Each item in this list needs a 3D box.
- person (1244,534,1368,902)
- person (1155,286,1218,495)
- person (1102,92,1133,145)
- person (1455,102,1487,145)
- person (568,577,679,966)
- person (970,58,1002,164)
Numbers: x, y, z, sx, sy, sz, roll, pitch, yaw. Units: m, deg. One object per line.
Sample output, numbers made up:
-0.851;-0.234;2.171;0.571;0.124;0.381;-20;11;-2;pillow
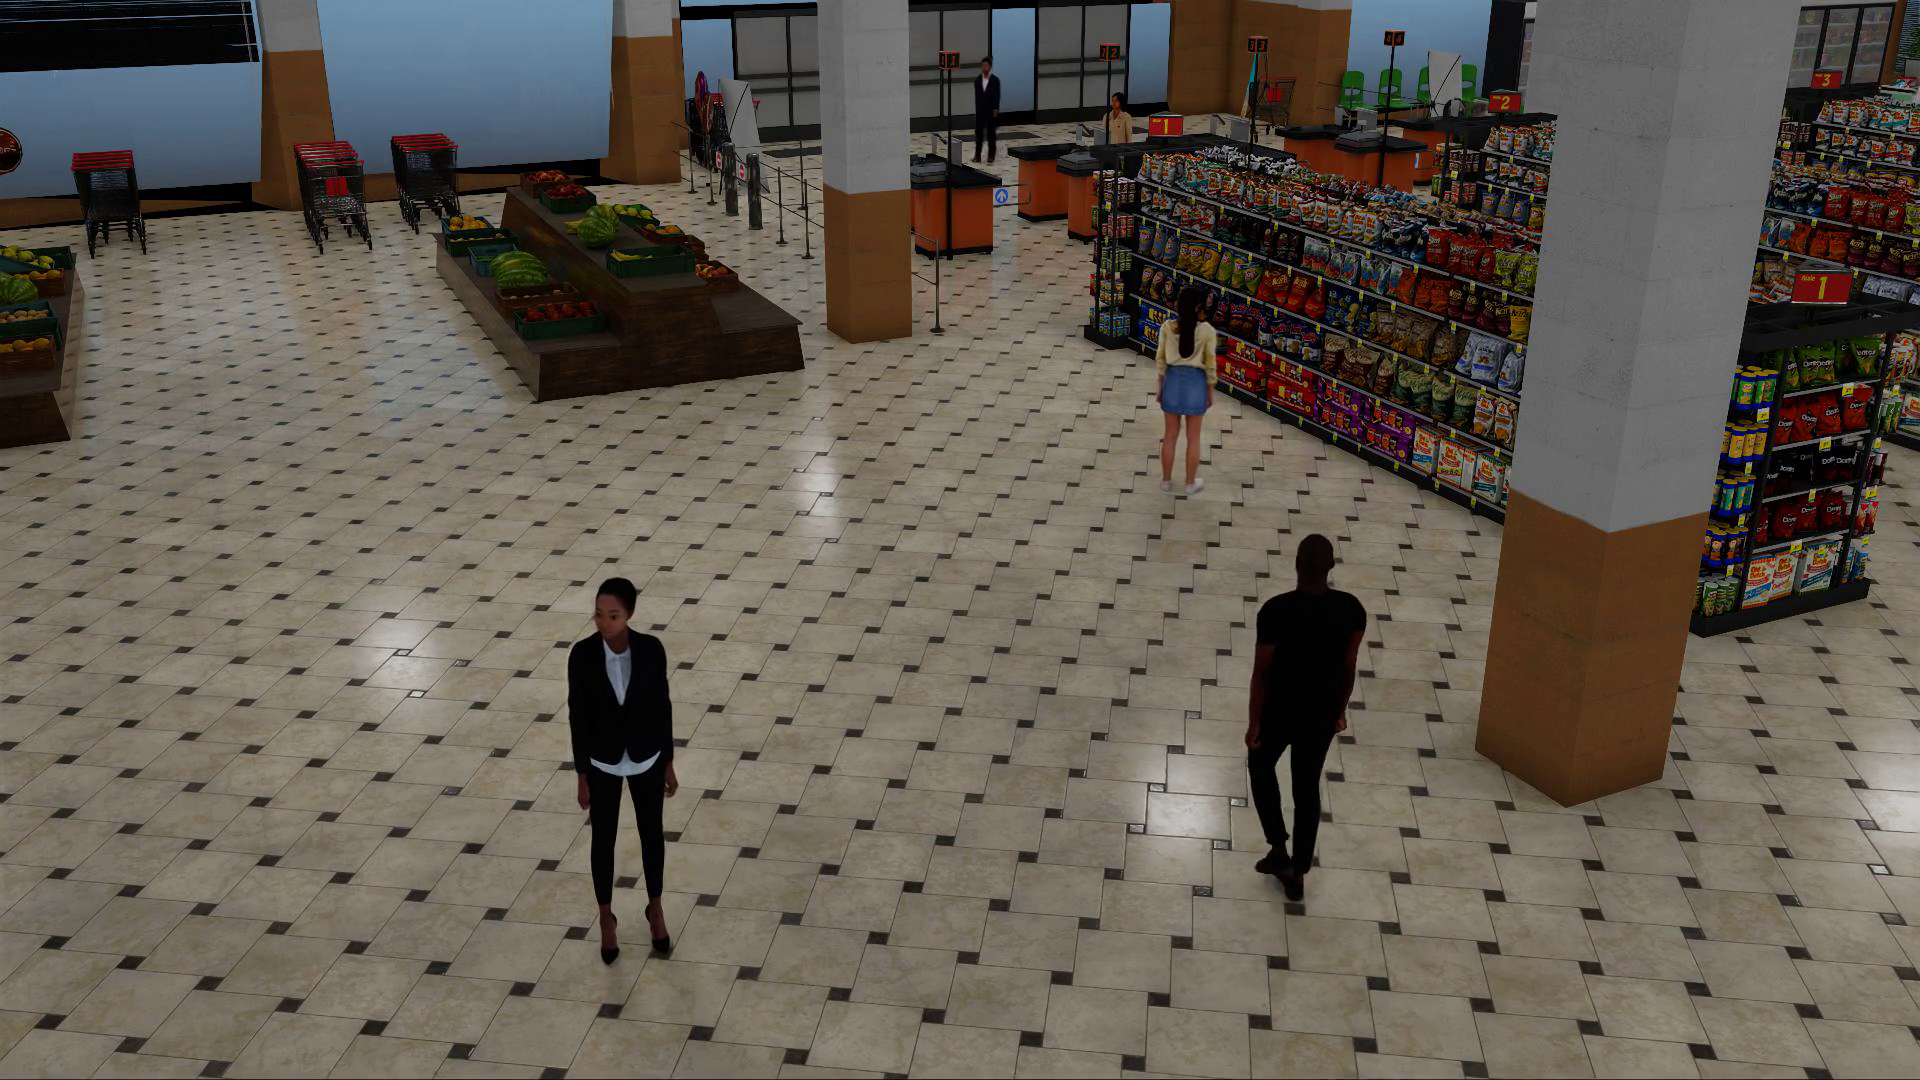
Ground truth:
1.584;0.867;7.653;0.767;1.808;0.758;-3;22;-7;person
1.754;-1.163;12.949;0.716;1.628;0.762;6;23;15;person
2.230;-5.528;23.739;0.676;1.681;0.779;12;25;27;person
6.637;-4.732;21.543;0.714;1.842;0.856;17;27;36;person
-1.464;1.009;7.265;0.618;1.836;0.562;-6;23;-15;person
0.503;-7.156;27.763;0.964;1.702;1.007;9;24;21;person
